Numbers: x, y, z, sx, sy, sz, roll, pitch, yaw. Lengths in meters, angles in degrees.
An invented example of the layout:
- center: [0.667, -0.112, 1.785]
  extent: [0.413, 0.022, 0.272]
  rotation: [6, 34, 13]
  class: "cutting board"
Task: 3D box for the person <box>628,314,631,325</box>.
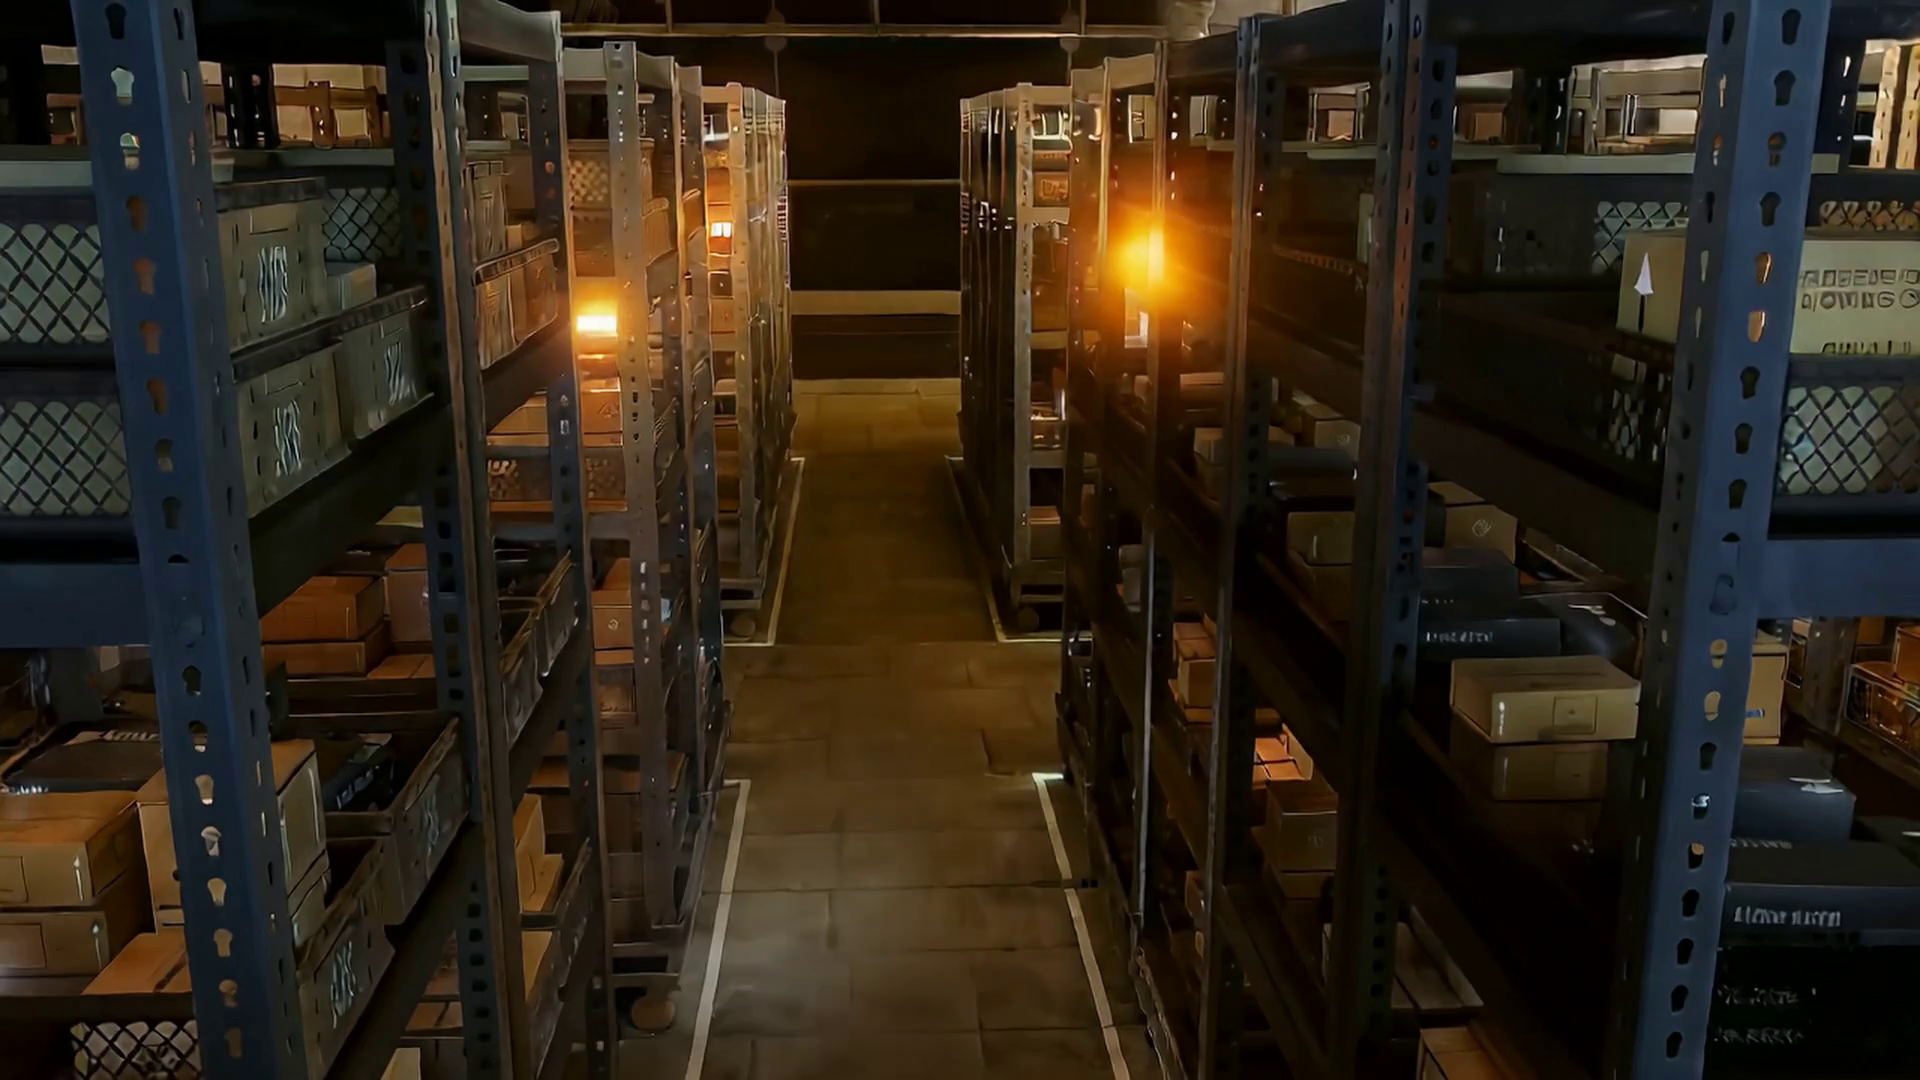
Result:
- center: [-3.520, -2.074, 18.408]
  extent: [0.867, 1.821, 0.560]
  rotation: [3, 14, 12]
  class: "person"
